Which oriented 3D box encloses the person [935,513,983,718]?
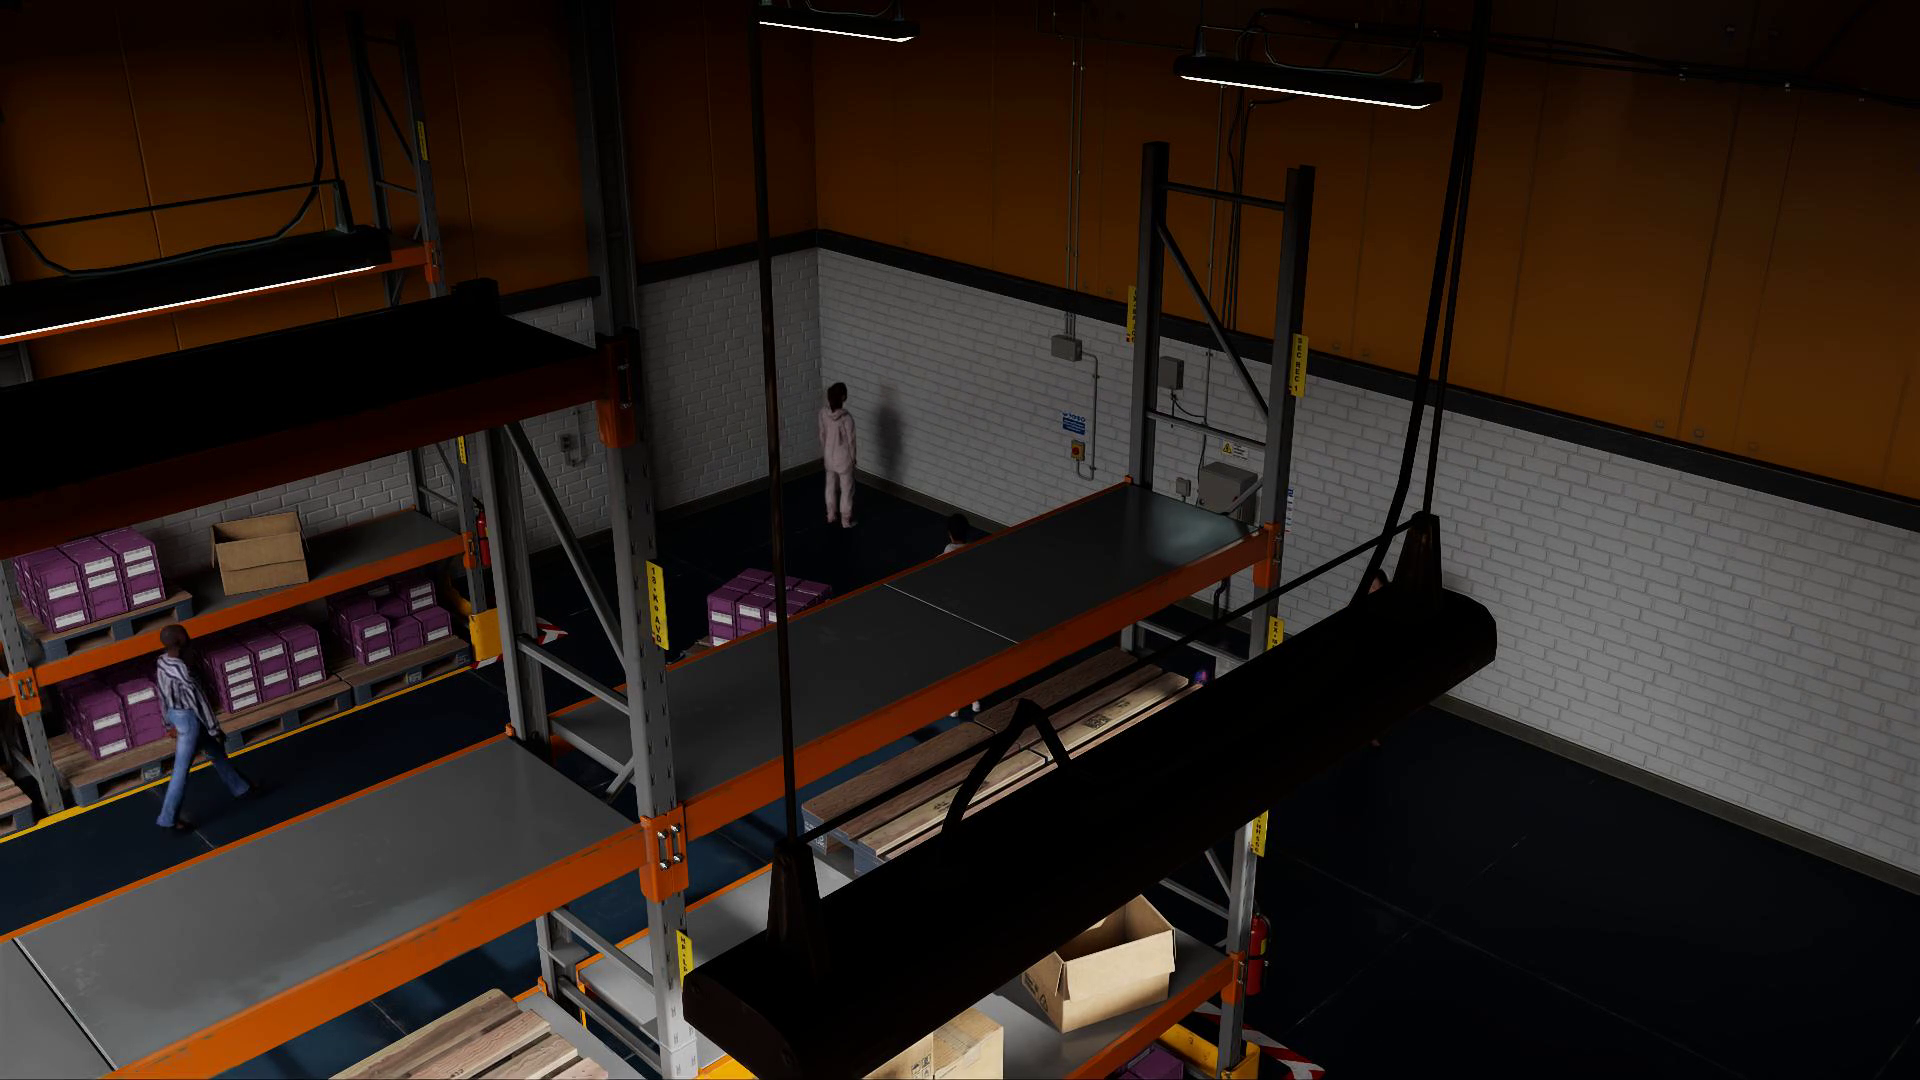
[{"bbox_3d":[0.003,0.673,14.999,0.660,1.929,0.817,-9,25,-20],"label":"person"}]

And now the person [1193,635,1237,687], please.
[{"bbox_3d":[2.016,1.596,13.147,0.924,1.721,1.040,4,24,8],"label":"person"}]

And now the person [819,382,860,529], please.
[{"bbox_3d":[-1.407,-0.980,19.073,0.694,1.694,0.659,13,27,27],"label":"person"}]

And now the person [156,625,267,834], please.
[{"bbox_3d":[-6.210,1.552,13.229,0.685,1.736,1.158,20,30,38],"label":"person"}]
